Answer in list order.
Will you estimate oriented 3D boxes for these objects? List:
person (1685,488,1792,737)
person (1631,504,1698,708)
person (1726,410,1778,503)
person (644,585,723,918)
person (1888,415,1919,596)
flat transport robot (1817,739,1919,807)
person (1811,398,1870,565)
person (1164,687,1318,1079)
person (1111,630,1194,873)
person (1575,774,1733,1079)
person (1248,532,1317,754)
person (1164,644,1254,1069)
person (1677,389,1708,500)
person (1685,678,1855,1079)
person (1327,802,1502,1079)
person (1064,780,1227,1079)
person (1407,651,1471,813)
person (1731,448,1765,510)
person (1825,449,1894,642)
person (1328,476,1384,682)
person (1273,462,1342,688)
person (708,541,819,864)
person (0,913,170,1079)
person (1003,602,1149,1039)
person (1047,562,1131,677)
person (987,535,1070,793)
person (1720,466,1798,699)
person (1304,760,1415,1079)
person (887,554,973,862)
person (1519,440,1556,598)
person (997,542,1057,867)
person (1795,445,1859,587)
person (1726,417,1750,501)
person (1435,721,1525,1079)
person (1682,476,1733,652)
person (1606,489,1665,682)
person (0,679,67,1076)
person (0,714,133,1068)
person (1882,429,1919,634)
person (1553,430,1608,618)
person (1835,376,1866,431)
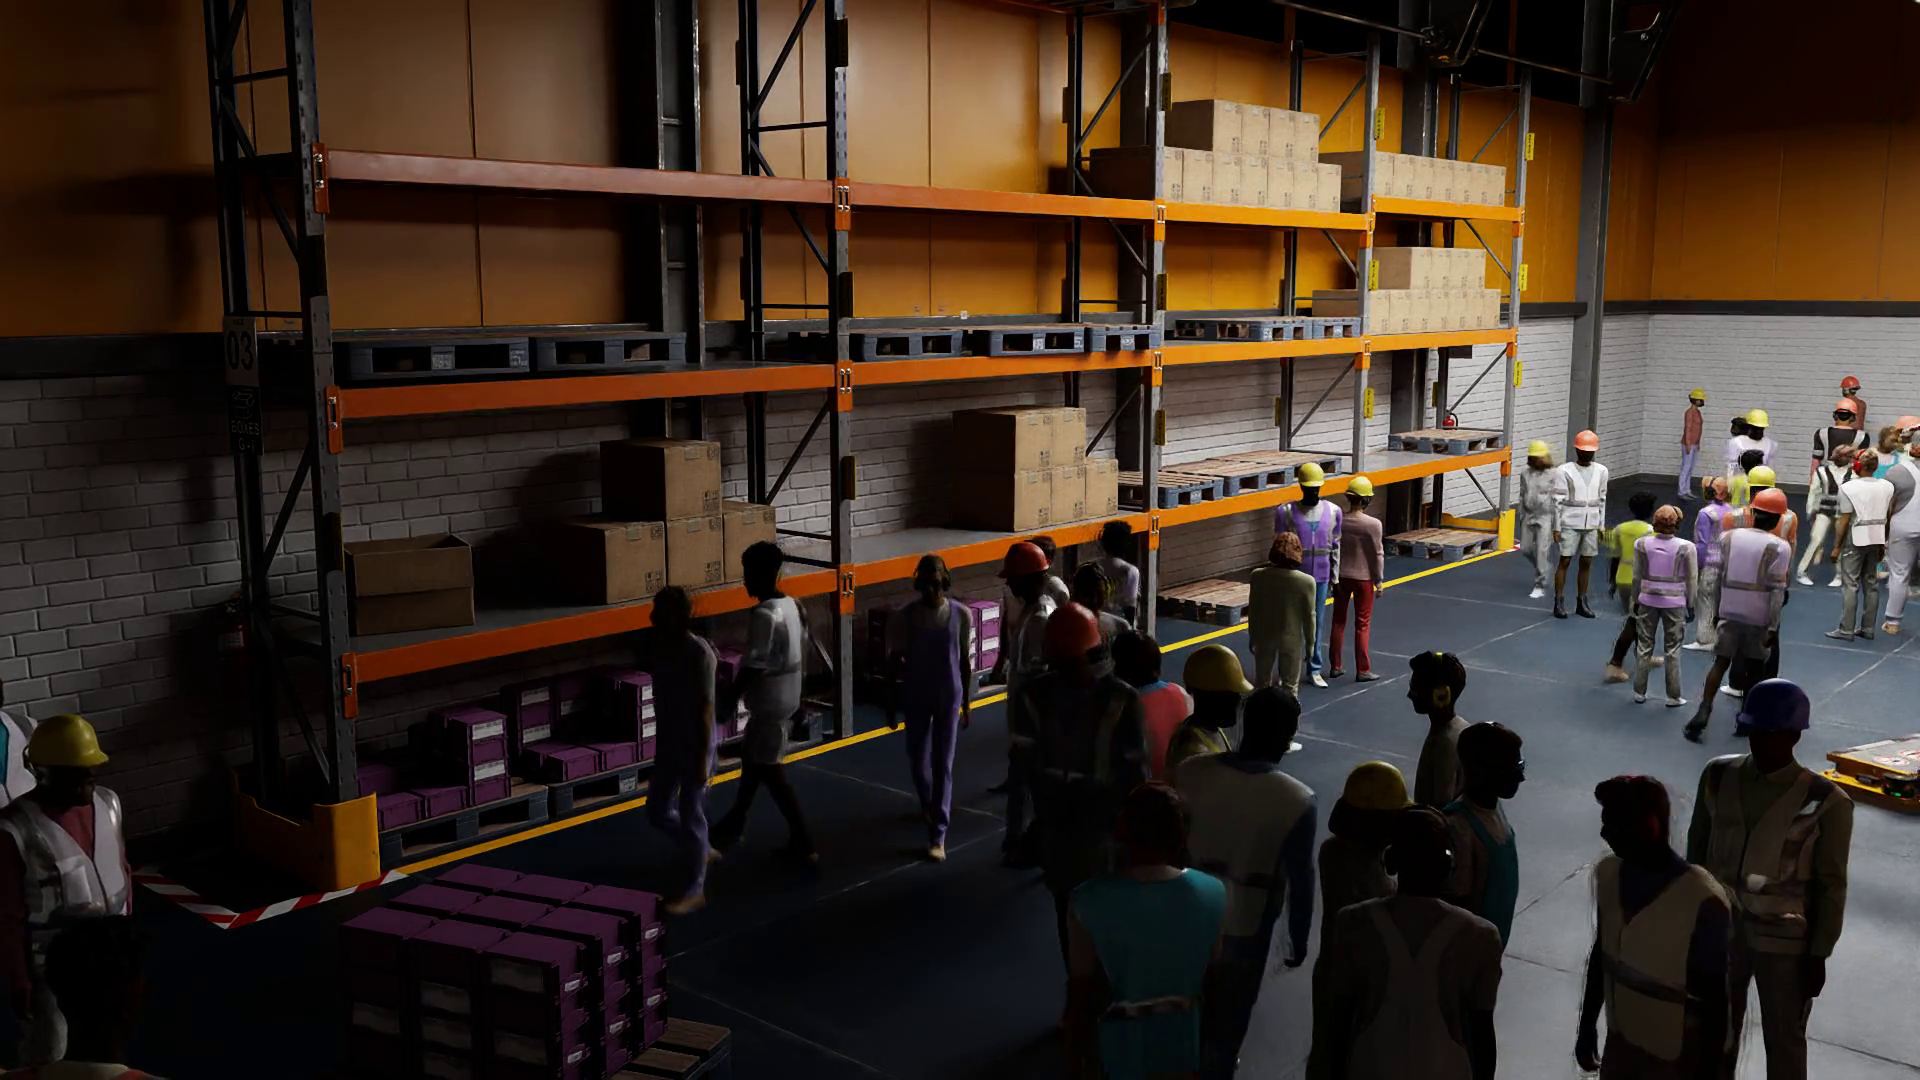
[{"bbox_3d":[5.846,0.561,12.431,0.718,1.906,0.571,-7,11,-38],"label":"person"},{"bbox_3d":[5.673,0.533,13.428,0.513,1.641,0.307,7,11,37],"label":"person"},{"bbox_3d":[9.547,-0.634,20.113,0.601,1.903,0.722,1,9,9],"label":"person"},{"bbox_3d":[-1.486,1.129,8.984,0.516,1.826,0.430,7,11,38],"label":"person"},{"bbox_3d":[10.454,-0.373,18.292,0.450,1.962,0.753,7,11,40],"label":"person"},{"bbox_3d":[6.558,1.543,11.310,1.431,0.197,0.652,-5,10,-27],"label":"flat transport robot"},{"bbox_3d":[10.607,-0.691,20.083,0.612,2.031,0.403,5,10,29],"label":"person"},{"bbox_3d":[1.125,1.480,6.558,0.640,1.875,0.761,6,11,34],"label":"person"},{"bbox_3d":[0.818,1.321,7.706,0.429,1.839,0.634,8,12,43],"label":"person"},{"bbox_3d":[2.303,1.676,5.498,0.393,1.819,0.637,-3,9,-17],"label":"person"},{"bbox_3d":[2.337,0.748,12.098,0.506,1.623,0.292,4,10,26],"label":"person"},{"bbox_3d":[1.033,1.383,7.022,0.365,1.928,0.585,2,9,13],"label":"person"},{"bbox_3d":[11.548,-1.504,26.192,0.340,1.760,0.527,7,11,39],"label":"person"},{"bbox_3d":[3.043,1.476,6.346,0.380,1.951,0.605,-7,11,-37],"label":"person"},{"bbox_3d":[1.390,1.717,5.152,0.502,1.839,0.345,3,9,17],"label":"person"},{"bbox_3d":[0.553,1.678,5.481,0.599,1.807,0.783,-3,9,-19],"label":"person"},{"bbox_3d":[2.060,1.392,7.185,0.328,1.862,0.511,3,9,20],"label":"person"},{"bbox_3d":[8.315,-0.131,17.582,0.360,1.687,0.536,1,9,5],"label":"person"},{"bbox_3d":[8.596,0.053,15.858,0.570,1.845,0.384,-2,9,-14],"label":"person"},{"bbox_3d":[3.403,0.333,14.311,0.534,1.767,0.317,8,12,42],"label":"person"},{"bbox_3d":[2.925,0.303,13.988,0.591,1.925,0.385,-1,9,-6],"label":"person"},{"bbox_3d":[-1.203,0.956,9.814,0.793,1.913,0.619,1,9,6],"label":"person"},{"bbox_3d":[-2.014,1.848,3.953,0.599,1.957,0.387,2,9,13],"label":"person"},{"bbox_3d":[0.516,1.265,7.458,0.628,2.020,0.472,4,10,27],"label":"person"},{"bbox_3d":[0.718,1.041,9.459,0.508,1.860,0.334,0,9,1],"label":"person"},{"bbox_3d":[0.489,0.841,10.935,0.386,1.812,0.666,-6,11,-35],"label":"person"},{"bbox_3d":[6.536,0.350,13.682,0.585,1.928,0.378,1,9,7],"label":"person"},{"bbox_3d":[1.443,1.638,6.007,0.339,1.735,0.487,-2,9,-12],"label":"person"},{"bbox_3d":[-0.181,0.960,10.142,0.518,1.815,0.883,0,9,1],"label":"person"},{"bbox_3d":[6.362,-0.244,18.194,0.525,1.726,0.498,-8,12,-42],"label":"person"},{"bbox_3d":[0.409,0.959,9.773,0.389,1.925,0.551,0,9,1],"label":"person"},{"bbox_3d":[9.780,-0.262,18.680,0.585,1.601,0.452,3,9,16],"label":"person"},{"bbox_3d":[10.078,-0.745,21.512,0.320,1.692,0.536,0,9,1],"label":"person"},{"bbox_3d":[1.891,1.563,6.127,0.329,1.844,0.517,5,10,30],"label":"person"},{"bbox_3d":[6.972,0.219,15.445,0.514,1.644,0.307,-8,12,-40],"label":"person"},{"bbox_3d":[5.871,0.388,14.324,0.851,1.653,0.542,-4,10,-24],"label":"person"},{"bbox_3d":[-4.148,1.421,7.111,0.429,1.830,0.635,5,10,27],"label":"person"},{"bbox_3d":[-3.362,1.550,6.301,0.403,1.824,0.600,3,9,20],"label":"person"},{"bbox_3d":[9.304,-0.092,16.170,0.683,2.000,0.536,4,10,23],"label":"person"},{"bbox_3d":[6.316,-0.156,16.920,0.550,1.933,0.375,-1,9,-3],"label":"person"},{"bbox_3d":[13.542,-1.502,25.408,0.622,1.993,0.382,-5,10,-29],"label":"person"}]
